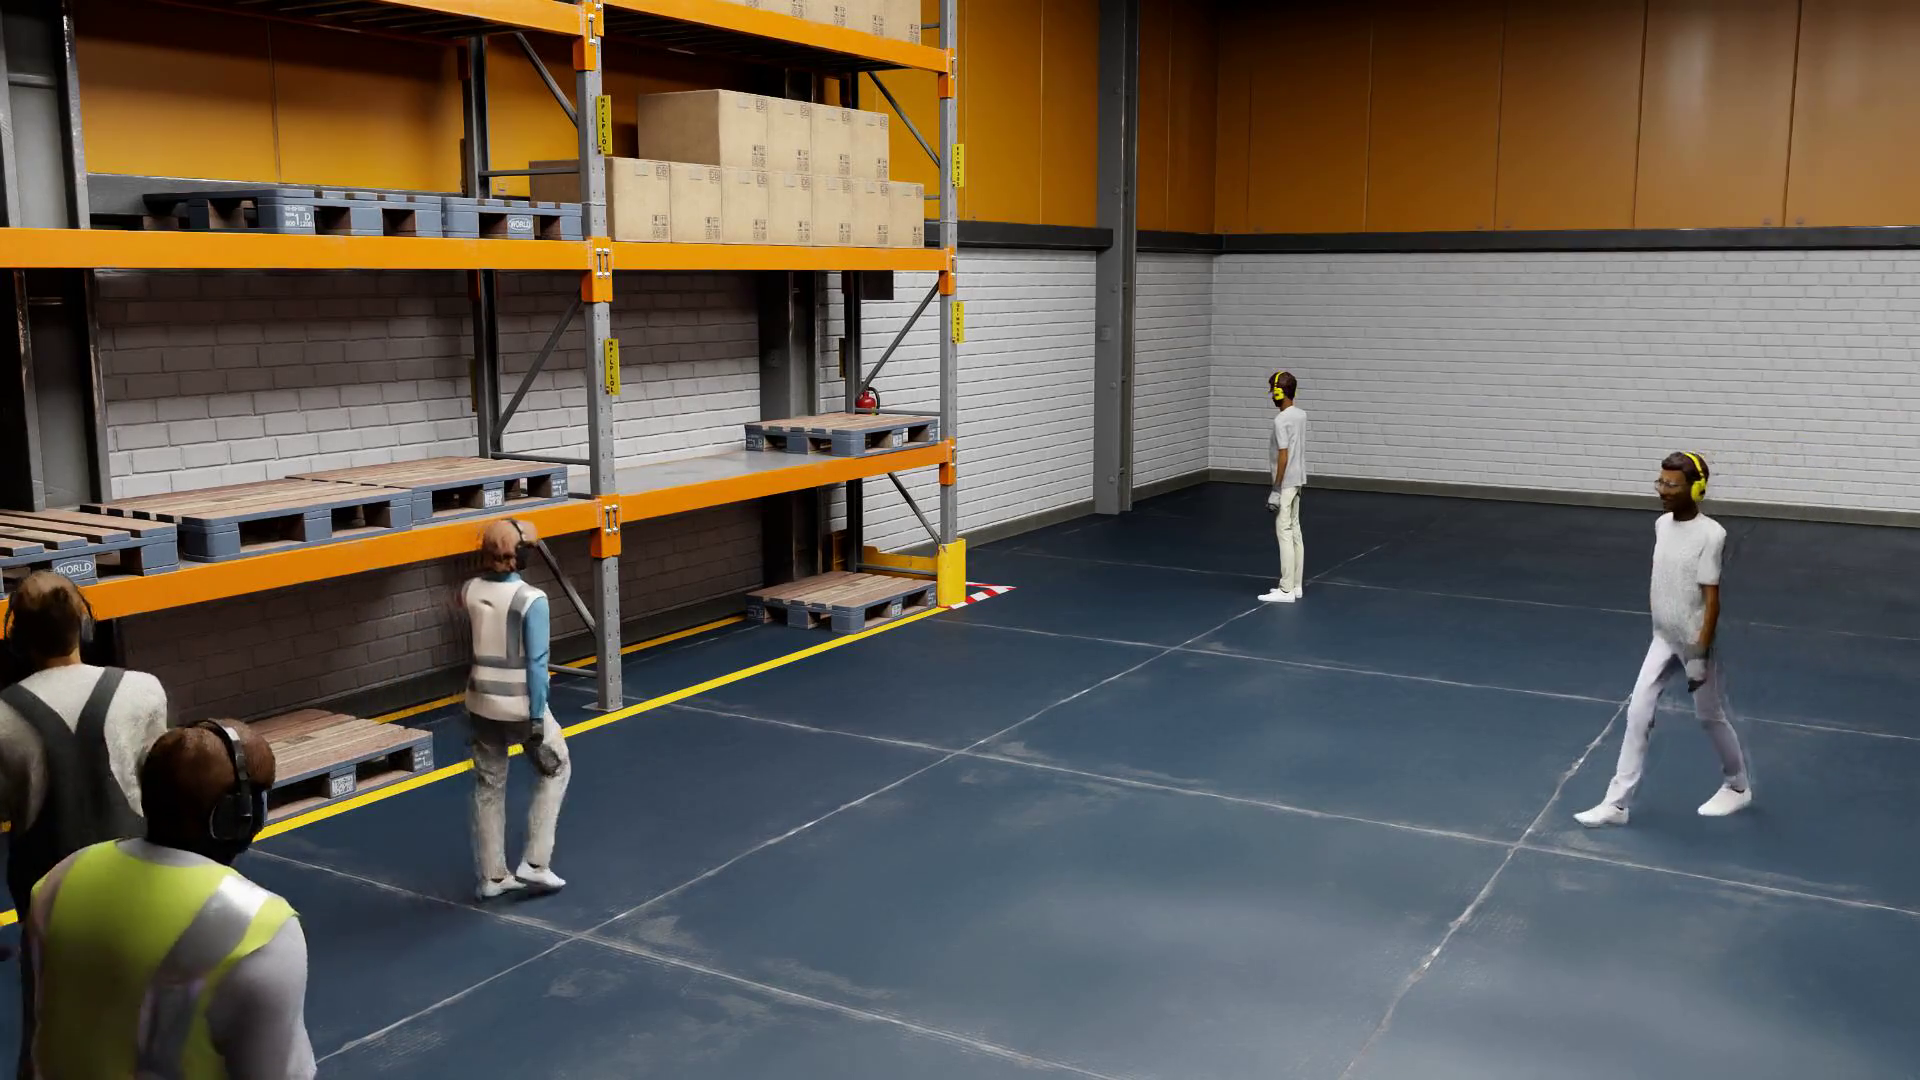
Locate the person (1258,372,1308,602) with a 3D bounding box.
[{"bbox_3d":[2.615,-0.424,13.424,0.333,1.865,0.520,6,11,32],"label":"person"}]

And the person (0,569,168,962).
[{"bbox_3d":[-2.471,0.987,4.691,0.547,1.834,0.435,-6,11,-34],"label":"person"}]

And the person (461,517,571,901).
[{"bbox_3d":[-1.892,0.716,7.047,0.515,1.624,0.432,5,10,28],"label":"person"}]

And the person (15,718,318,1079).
[{"bbox_3d":[-1.480,1.242,3.274,0.644,1.794,0.822,5,10,27],"label":"person"}]

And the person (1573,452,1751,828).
[{"bbox_3d":[3.471,0.481,7.946,0.993,1.821,0.524,-3,10,-17],"label":"person"}]
